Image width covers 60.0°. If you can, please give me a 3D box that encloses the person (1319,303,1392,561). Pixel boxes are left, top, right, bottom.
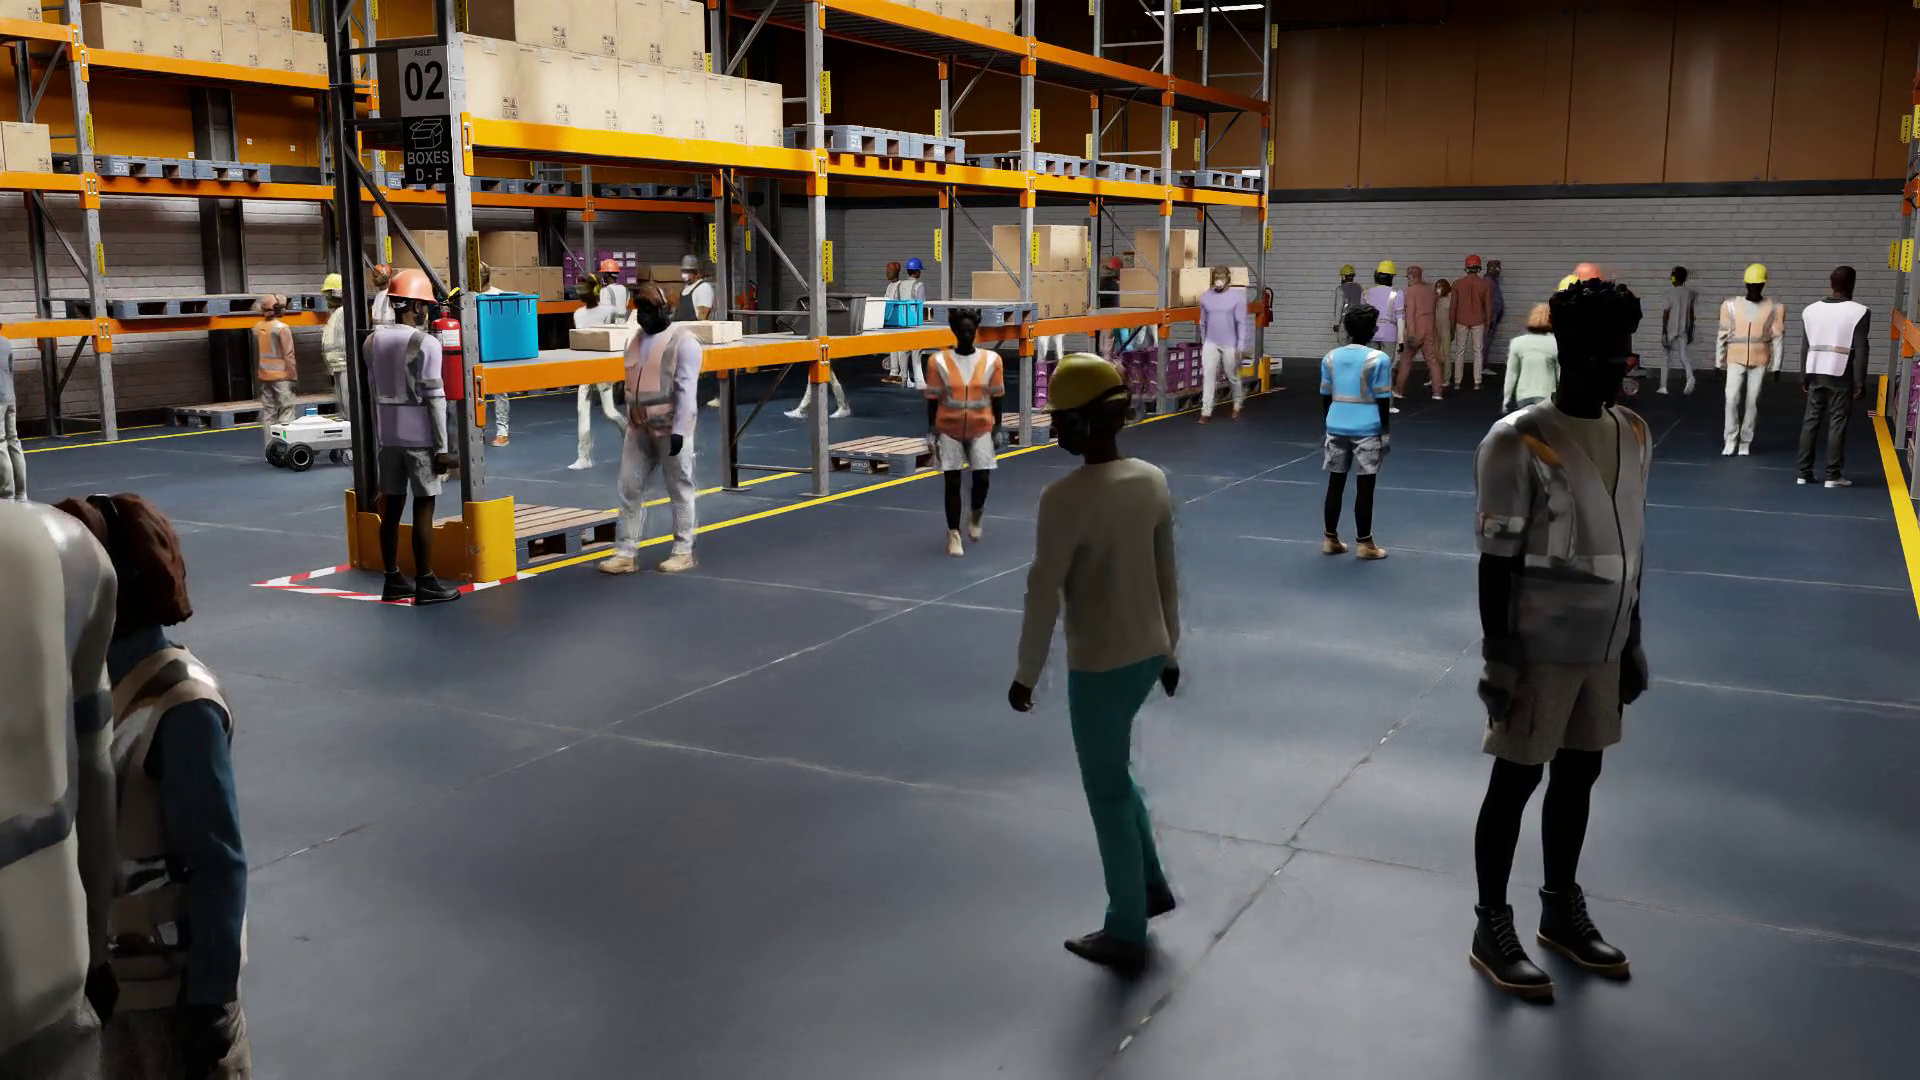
[{"bbox_3d":[2.623,-0.714,11.003,0.317,1.695,0.540,-8,13,-40],"label":"person"}]

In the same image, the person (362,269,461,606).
[{"bbox_3d":[-3.150,-0.586,9.601,0.542,1.929,0.381,5,11,25],"label":"person"}]

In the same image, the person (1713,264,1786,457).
[{"bbox_3d":[7.767,-1.750,16.388,0.622,1.900,0.751,5,11,26],"label":"person"}]

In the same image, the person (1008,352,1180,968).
[{"bbox_3d":[0.410,0.347,4.740,0.449,1.746,0.525,8,13,39],"label":"person"}]

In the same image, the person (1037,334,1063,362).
[{"bbox_3d":[1.519,-3.678,27.933,0.637,1.792,0.976,4,10,20],"label":"person"}]

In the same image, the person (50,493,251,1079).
[{"bbox_3d":[-1.366,0.730,2.807,0.525,1.639,0.307,8,13,40],"label":"person"}]

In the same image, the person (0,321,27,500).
[{"bbox_3d":[-7.684,-1.066,13.226,0.287,1.631,0.501,0,10,-1],"label":"person"}]

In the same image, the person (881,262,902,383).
[{"bbox_3d":[-0.996,-3.376,25.877,0.342,1.881,0.579,-6,11,-31],"label":"person"}]

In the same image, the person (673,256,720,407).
[{"bbox_3d":[-3.491,-2.733,21.699,1.021,2.000,0.695,-7,12,-35],"label":"person"}]

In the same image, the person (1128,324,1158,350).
[{"bbox_3d":[2.941,-3.529,26.738,0.663,1.902,0.938,-5,11,-28],"label":"person"}]

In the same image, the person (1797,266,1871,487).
[{"bbox_3d":[7.558,-1.410,14.420,0.382,1.912,0.592,-6,12,-32],"label":"person"}]

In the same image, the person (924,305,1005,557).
[{"bbox_3d":[0.026,-0.732,11.160,0.546,1.685,0.437,-1,10,-5],"label":"person"}]

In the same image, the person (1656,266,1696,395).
[{"bbox_3d":[10.227,-2.968,23.645,0.521,1.850,0.845,0,10,-1],"label":"person"}]

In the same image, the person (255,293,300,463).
[{"bbox_3d":[-6.528,-1.536,15.938,0.517,1.639,0.337,6,12,32],"label":"person"}]

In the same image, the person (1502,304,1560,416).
[{"bbox_3d":[4.875,-1.180,13.986,0.522,1.584,0.864,8,12,38],"label":"person"}]

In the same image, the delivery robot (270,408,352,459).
[{"bbox_3d":[-6.098,-0.998,15.677,0.707,0.478,0.477,-9,14,-44],"label":"delivery robot"}]

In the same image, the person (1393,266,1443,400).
[{"bbox_3d":[6.369,-2.859,23.041,0.668,1.844,0.842,-7,12,-34],"label":"person"}]

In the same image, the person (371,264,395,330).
[{"bbox_3d":[-7.056,-2.448,20.500,0.341,1.882,0.587,-8,13,-39],"label":"person"}]

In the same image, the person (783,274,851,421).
[{"bbox_3d":[-1.729,-2.363,20.213,0.997,1.815,0.550,-7,12,-35],"label":"person"}]

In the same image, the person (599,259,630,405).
[{"bbox_3d":[-4.623,-2.757,22.136,0.357,1.938,0.545,4,11,23],"label":"person"}]

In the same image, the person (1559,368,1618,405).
[{"bbox_3d":[4.276,-0.798,11.292,0.533,1.768,0.311,-5,11,-25],"label":"person"}]

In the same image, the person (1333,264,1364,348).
[{"bbox_3d":[6.360,-3.609,27.372,0.601,1.830,0.403,-7,12,-34],"label":"person"}]

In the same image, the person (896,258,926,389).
[{"bbox_3d":[-0.697,-3.233,24.853,0.391,1.949,0.602,-9,14,-43],"label":"person"}]

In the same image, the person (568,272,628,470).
[{"bbox_3d":[-3.405,-1.605,15.725,0.519,1.847,0.813,4,11,23],"label":"person"}]

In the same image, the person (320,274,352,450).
[{"bbox_3d":[-6.072,-1.698,16.429,0.404,1.808,0.631,-7,12,-34],"label":"person"}]

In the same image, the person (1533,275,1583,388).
[{"bbox_3d":[5.711,-1.578,15.665,0.630,1.813,0.623,6,11,29],"label":"person"}]

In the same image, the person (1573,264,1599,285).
[{"bbox_3d":[6.188,-1.826,16.836,0.909,1.900,0.570,6,11,30],"label":"person"}]

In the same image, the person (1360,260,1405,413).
[{"bbox_3d":[5.339,-2.559,21.018,0.593,1.924,0.384,7,12,36],"label":"person"}]

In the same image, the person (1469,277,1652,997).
[{"bbox_3d":[1.658,0.269,4.563,0.604,1.958,0.372,-6,11,-30],"label":"person"}]

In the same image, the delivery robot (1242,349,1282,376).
[{"bbox_3d":[4.581,-2.664,25.321,0.707,0.478,0.477,-8,12,-38],"label":"delivery robot"}]

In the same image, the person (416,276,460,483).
[{"bbox_3d":[-4.503,-1.401,14.603,0.696,1.825,0.538,-4,11,-21],"label":"person"}]

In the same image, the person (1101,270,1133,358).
[{"bbox_3d":[2.408,-3.299,25.694,0.962,1.798,0.591,-3,10,-16],"label":"person"}]

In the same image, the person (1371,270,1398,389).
[{"bbox_3d":[5.939,-2.920,23.464,0.506,1.812,0.667,-5,11,-28],"label":"person"}]

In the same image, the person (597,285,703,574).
[{"bbox_3d":[-1.953,-0.666,10.385,0.634,1.819,0.738,6,11,30],"label":"person"}]

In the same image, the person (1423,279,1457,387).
[{"bbox_3d":[7.297,-3.139,25.222,0.268,1.632,0.507,-8,13,-39],"label":"person"}]

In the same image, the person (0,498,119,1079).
[{"bbox_3d":[-1.401,0.623,2.268,0.398,2.045,0.612,2,10,12],"label":"person"}]

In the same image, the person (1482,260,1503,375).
[{"bbox_3d":[8.828,-3.700,27.694,0.400,1.905,0.644,2,10,14],"label":"person"}]

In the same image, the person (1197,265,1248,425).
[{"bbox_3d":[3.156,-2.341,19.881,0.638,1.891,1.020,5,11,28],"label":"person"}]

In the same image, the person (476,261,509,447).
[{"bbox_3d":[-4.961,-1.941,17.415,0.629,1.936,0.372,2,10,14],"label":"person"}]

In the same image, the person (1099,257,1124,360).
[{"bbox_3d":[2.146,-3.240,24.868,0.679,1.959,0.639,-5,11,-29],"label":"person"}]

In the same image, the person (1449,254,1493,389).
[{"bbox_3d":[7.585,-3.230,24.698,0.620,1.996,0.372,4,10,20],"label":"person"}]
